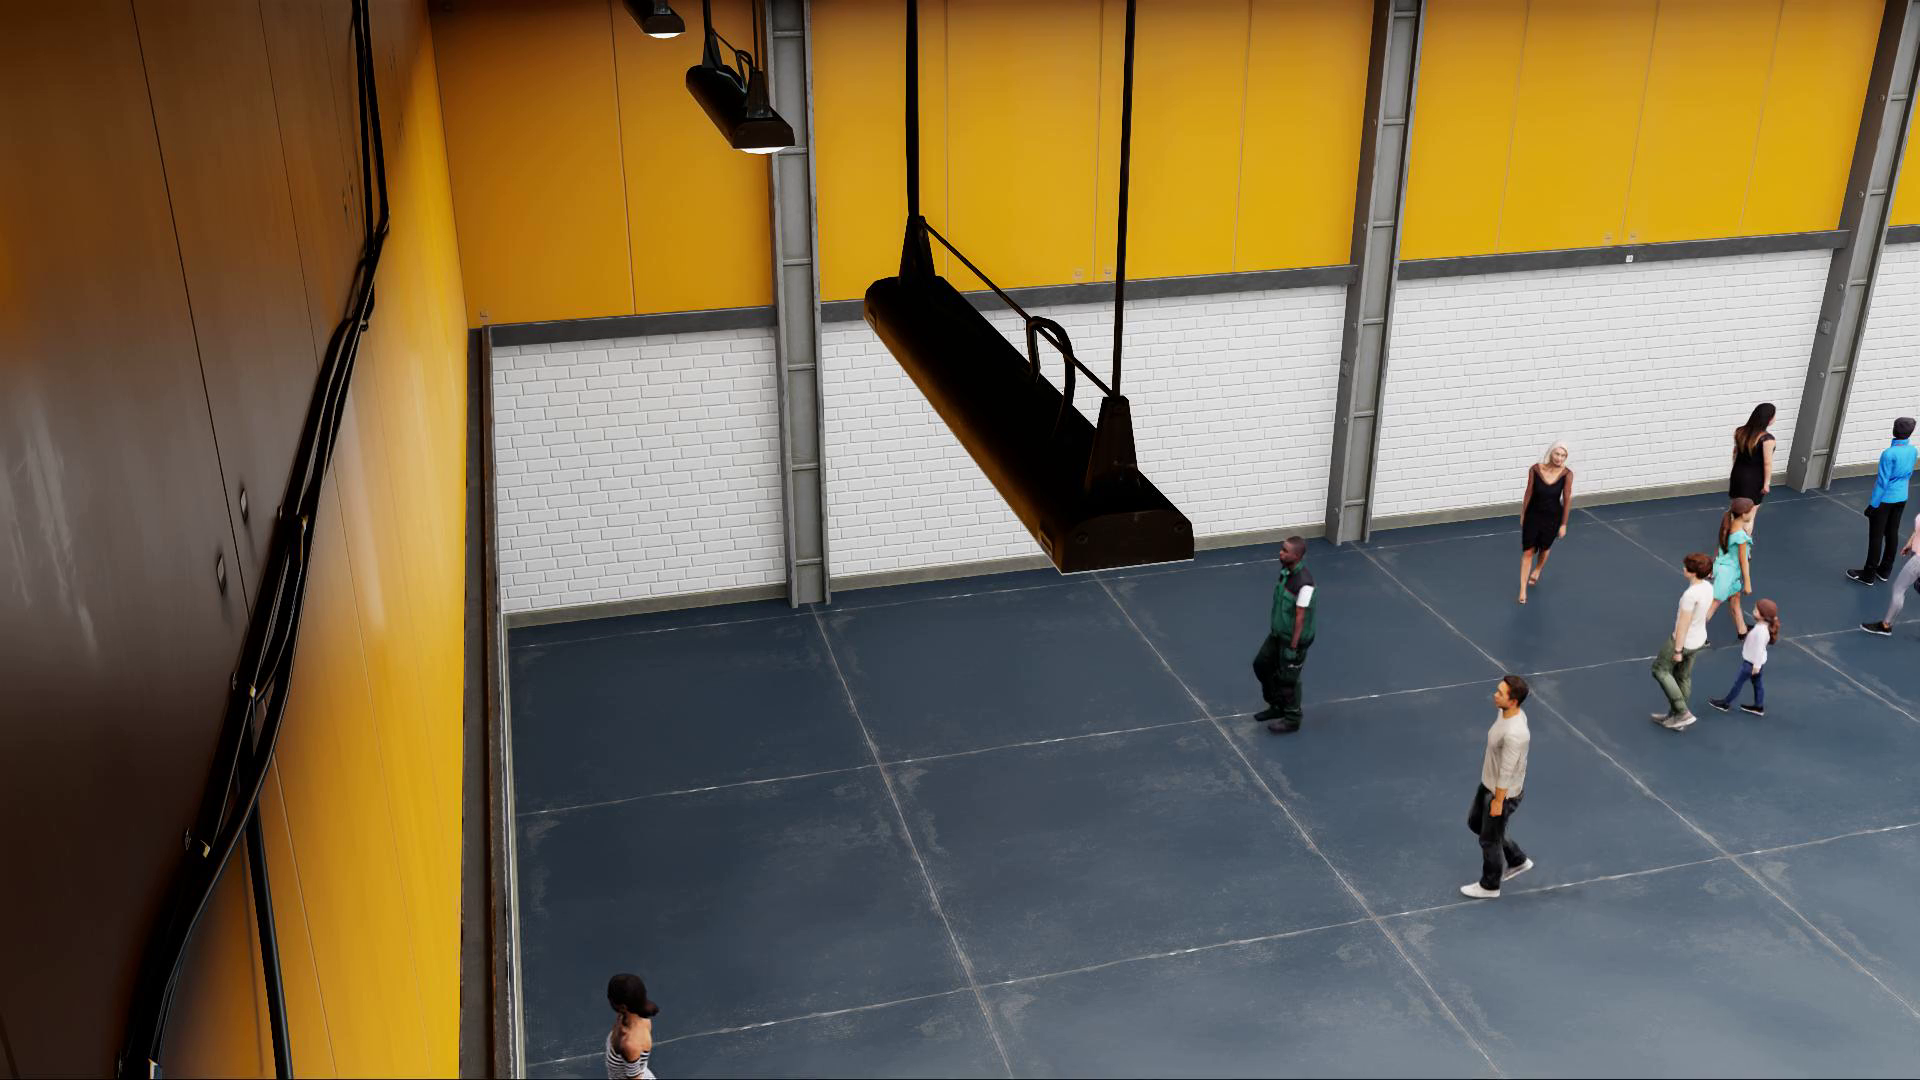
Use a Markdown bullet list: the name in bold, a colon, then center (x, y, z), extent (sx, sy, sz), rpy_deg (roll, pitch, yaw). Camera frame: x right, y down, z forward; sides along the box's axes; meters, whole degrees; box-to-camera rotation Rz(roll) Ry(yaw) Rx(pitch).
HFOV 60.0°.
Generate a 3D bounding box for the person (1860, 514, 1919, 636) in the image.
- **person**: center (9.239, 0.166, 15.784), extent (1.159, 1.697, 0.961), rpy_deg (8, 25, 17)

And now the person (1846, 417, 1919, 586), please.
- **person**: center (9.487, -0.402, 16.963), extent (0.519, 1.792, 0.699), rpy_deg (-10, 25, -21)

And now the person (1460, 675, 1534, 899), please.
- **person**: center (3.976, 1.791, 11.940), extent (0.854, 1.798, 0.791), rpy_deg (2, 24, 5)

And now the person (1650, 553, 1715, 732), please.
- **person**: center (6.261, 0.901, 14.168), extent (0.714, 1.644, 0.764), rpy_deg (-19, 30, -37)

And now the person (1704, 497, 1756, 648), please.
- **person**: center (7.125, 0.338, 15.615), extent (1.062, 1.517, 0.714), rpy_deg (-1, 24, -2)

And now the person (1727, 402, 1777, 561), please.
- **person**: center (8.335, -0.632, 17.586), extent (0.642, 1.716, 0.692), rpy_deg (-10, 25, -22)

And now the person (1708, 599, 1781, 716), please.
- **person**: center (7.011, 1.040, 14.535), extent (0.742, 1.096, 0.676), rpy_deg (12, 26, 25)

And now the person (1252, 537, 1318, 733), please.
- **person**: center (2.887, 0.814, 14.140), extent (0.646, 1.826, 0.678), rpy_deg (-6, 24, -13)

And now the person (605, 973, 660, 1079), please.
- **person**: center (-1.711, 3.076, 8.970), extent (0.525, 1.822, 0.607), rpy_deg (-5, 24, -11)

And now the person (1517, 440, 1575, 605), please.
- **person**: center (5.868, -0.215, 16.679), extent (1.102, 1.678, 1.116), rpy_deg (12, 26, 25)
